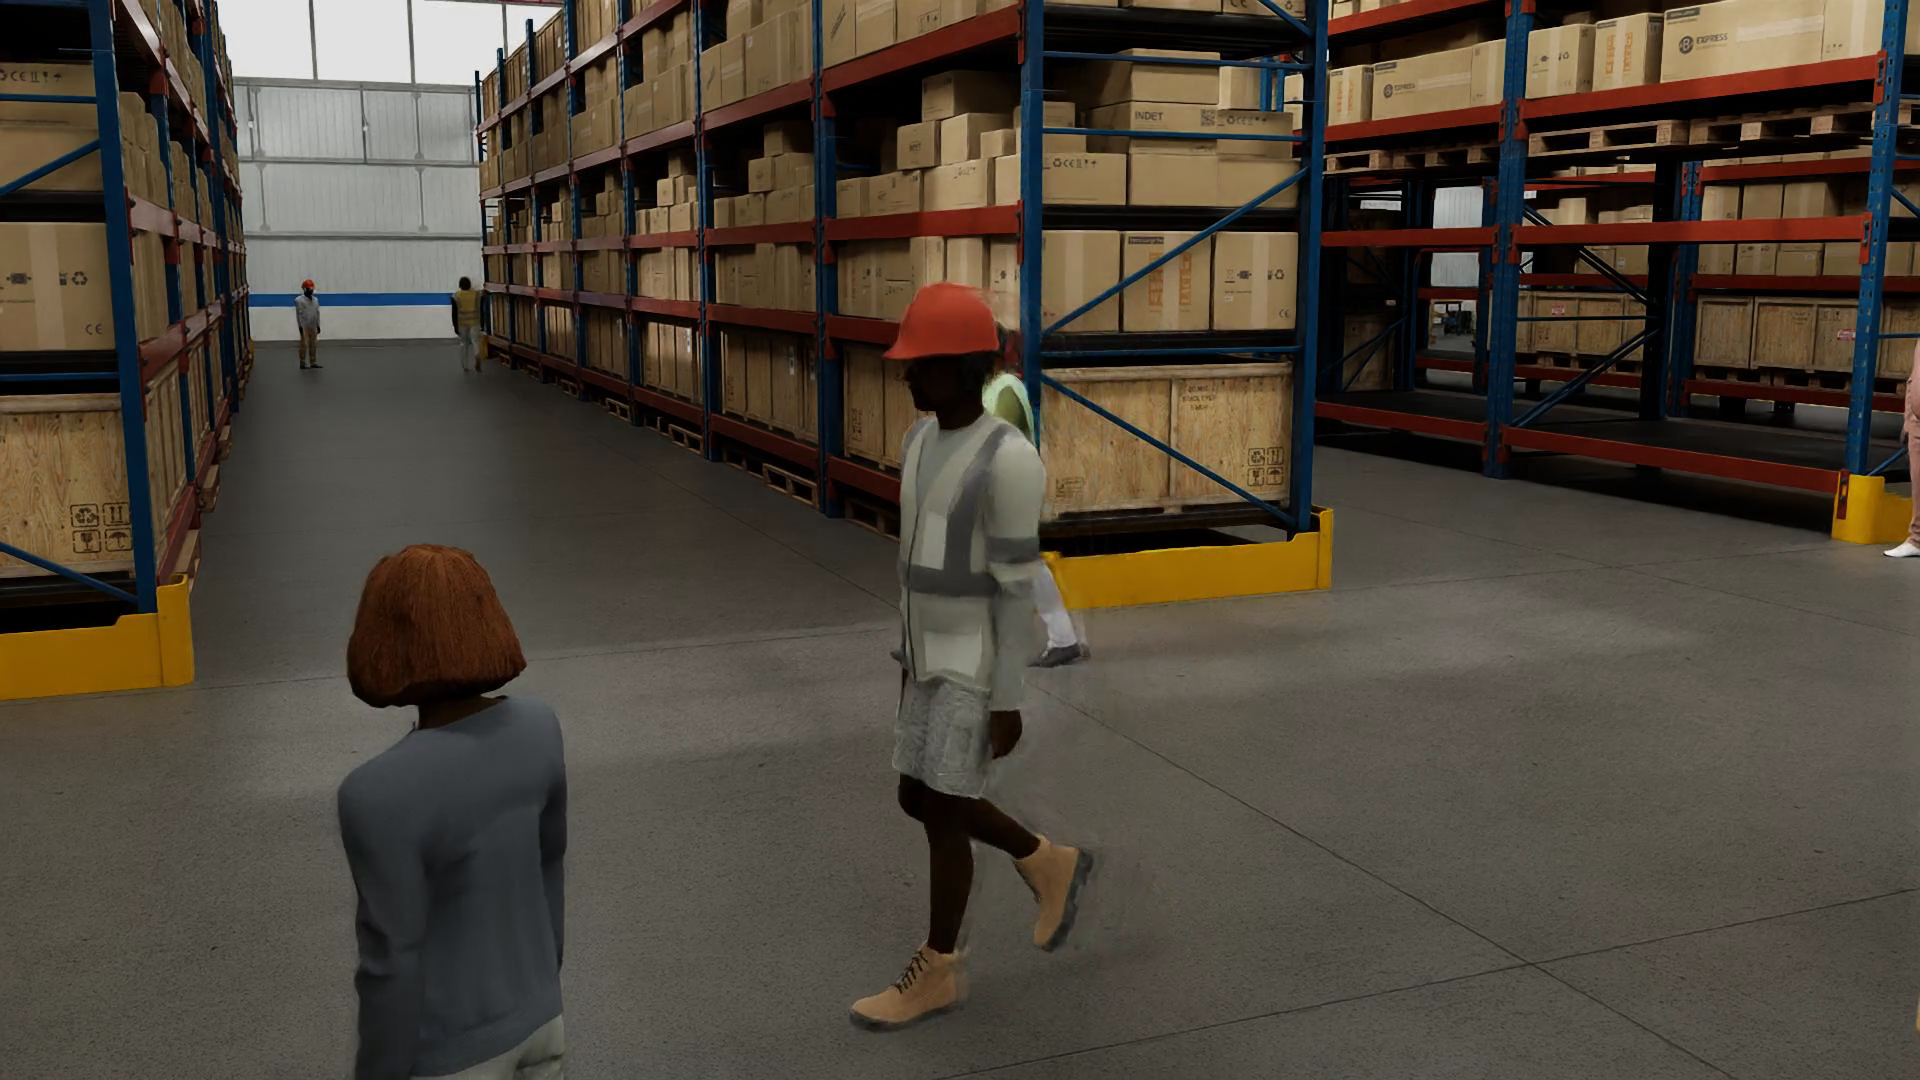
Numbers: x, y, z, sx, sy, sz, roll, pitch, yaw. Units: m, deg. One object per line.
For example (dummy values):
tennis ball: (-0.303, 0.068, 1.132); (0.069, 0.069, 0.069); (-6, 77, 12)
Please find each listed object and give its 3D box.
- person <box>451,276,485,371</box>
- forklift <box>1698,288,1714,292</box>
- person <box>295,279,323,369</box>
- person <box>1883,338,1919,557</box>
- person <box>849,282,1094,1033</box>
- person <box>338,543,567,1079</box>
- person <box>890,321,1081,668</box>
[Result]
person: (-9.372, -4.123, 31.722); (0.626, 1.820, 0.710); (-4, 10, -21)
forklift: (12.317, -3.842, 26.878); (1.129, 2.768, 1.873); (-4, 10, -22)
person: (-12.684, -4.202, 32.442); (0.360, 1.742, 0.563); (4, 10, 22)
person: (6.727, -0.776, 11.429); (0.401, 1.904, 0.650); (-2, 10, -13)
person: (0.048, 0.313, 4.552); (0.733, 2.025, 0.621); (-5, 11, -29)
person: (-0.803, 0.816, 2.702); (0.285, 1.633, 0.501); (4, 10, 20)
person: (0.171, -0.215, 8.416); (0.996, 1.795, 0.588); (-3, 10, -20)
